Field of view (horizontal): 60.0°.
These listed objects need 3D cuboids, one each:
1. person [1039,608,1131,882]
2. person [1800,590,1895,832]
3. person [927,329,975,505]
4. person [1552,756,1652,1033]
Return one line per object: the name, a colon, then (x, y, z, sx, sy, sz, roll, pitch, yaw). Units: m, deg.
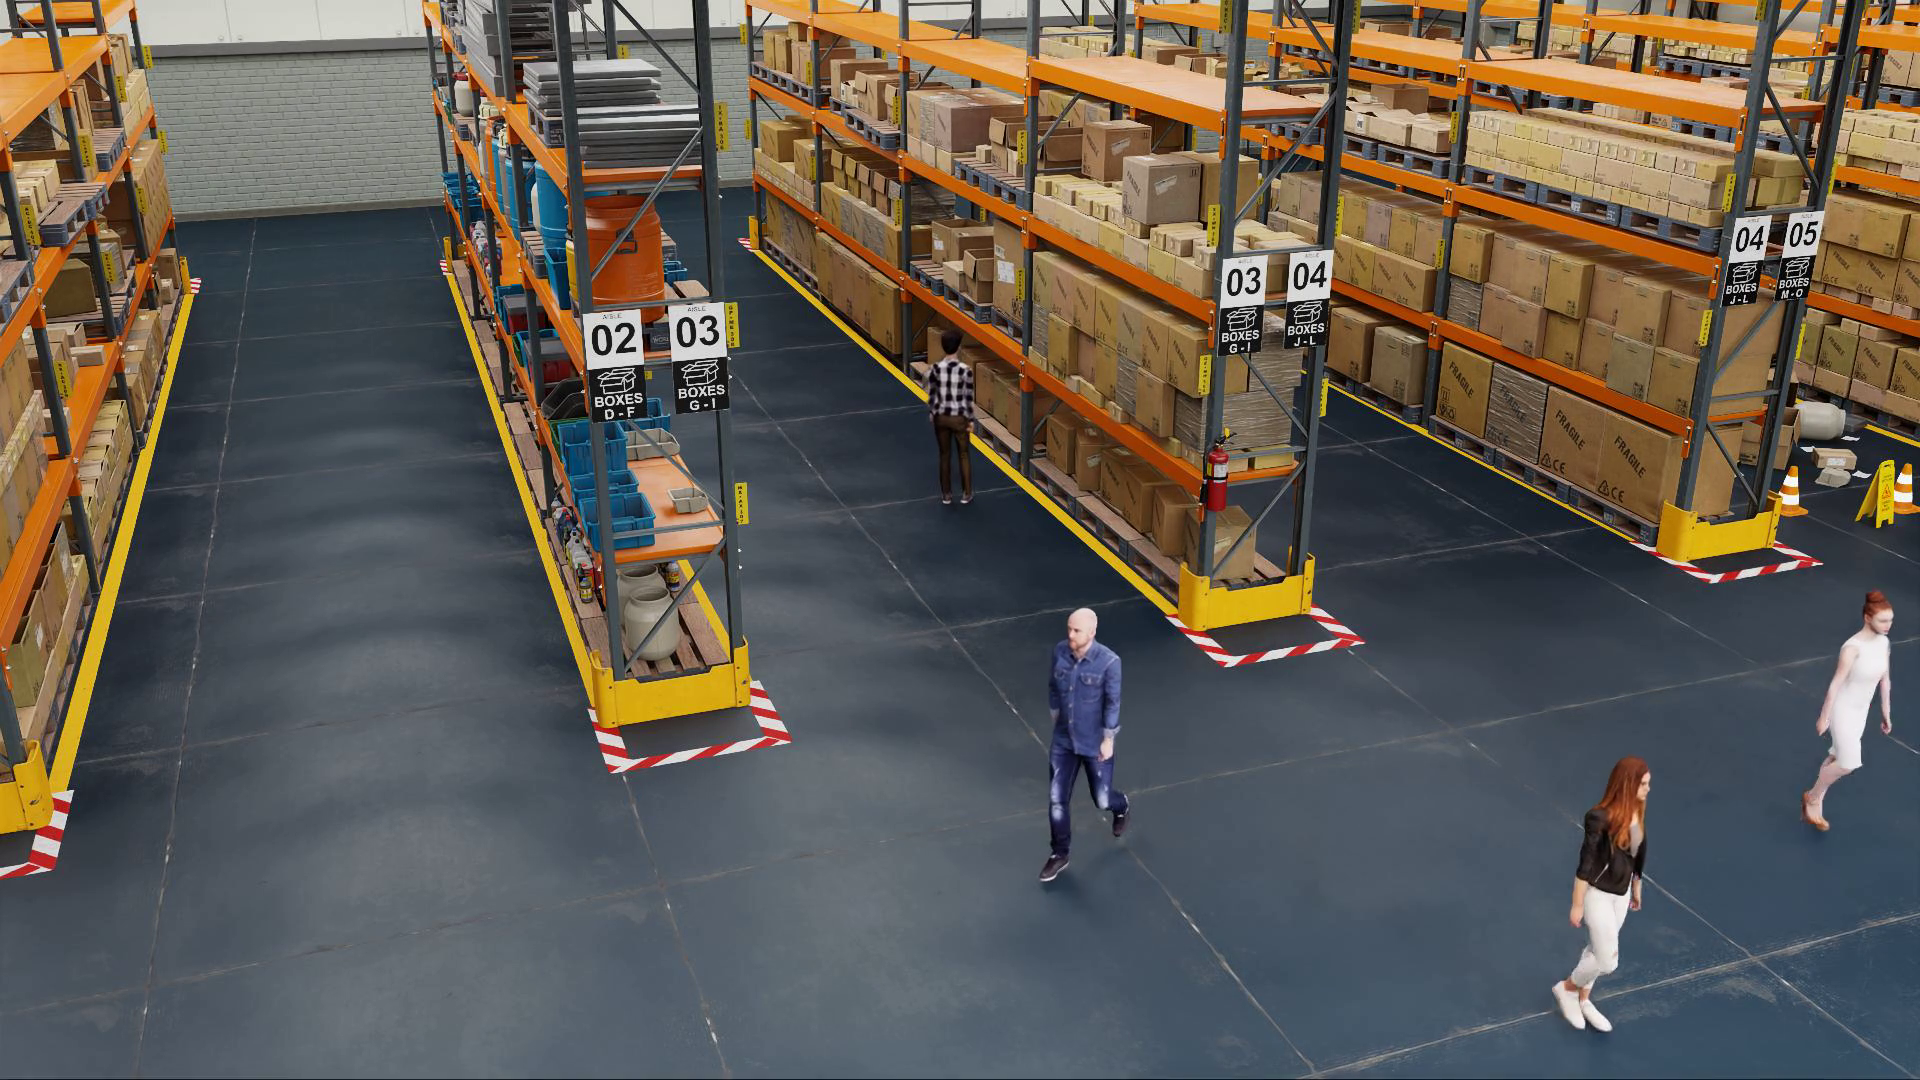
person: (0.824, 1.266, 10.573, 1.133, 1.802, 1.141, 14, 26, 31)
person: (5.768, 1.116, 10.966, 0.656, 1.781, 0.631, -13, 26, -29)
person: (-0.098, -1.217, 16.636, 0.741, 1.807, 0.758, 3, 22, 8)
person: (3.479, 1.911, 9.136, 0.691, 1.695, 0.684, -15, 26, -32)
